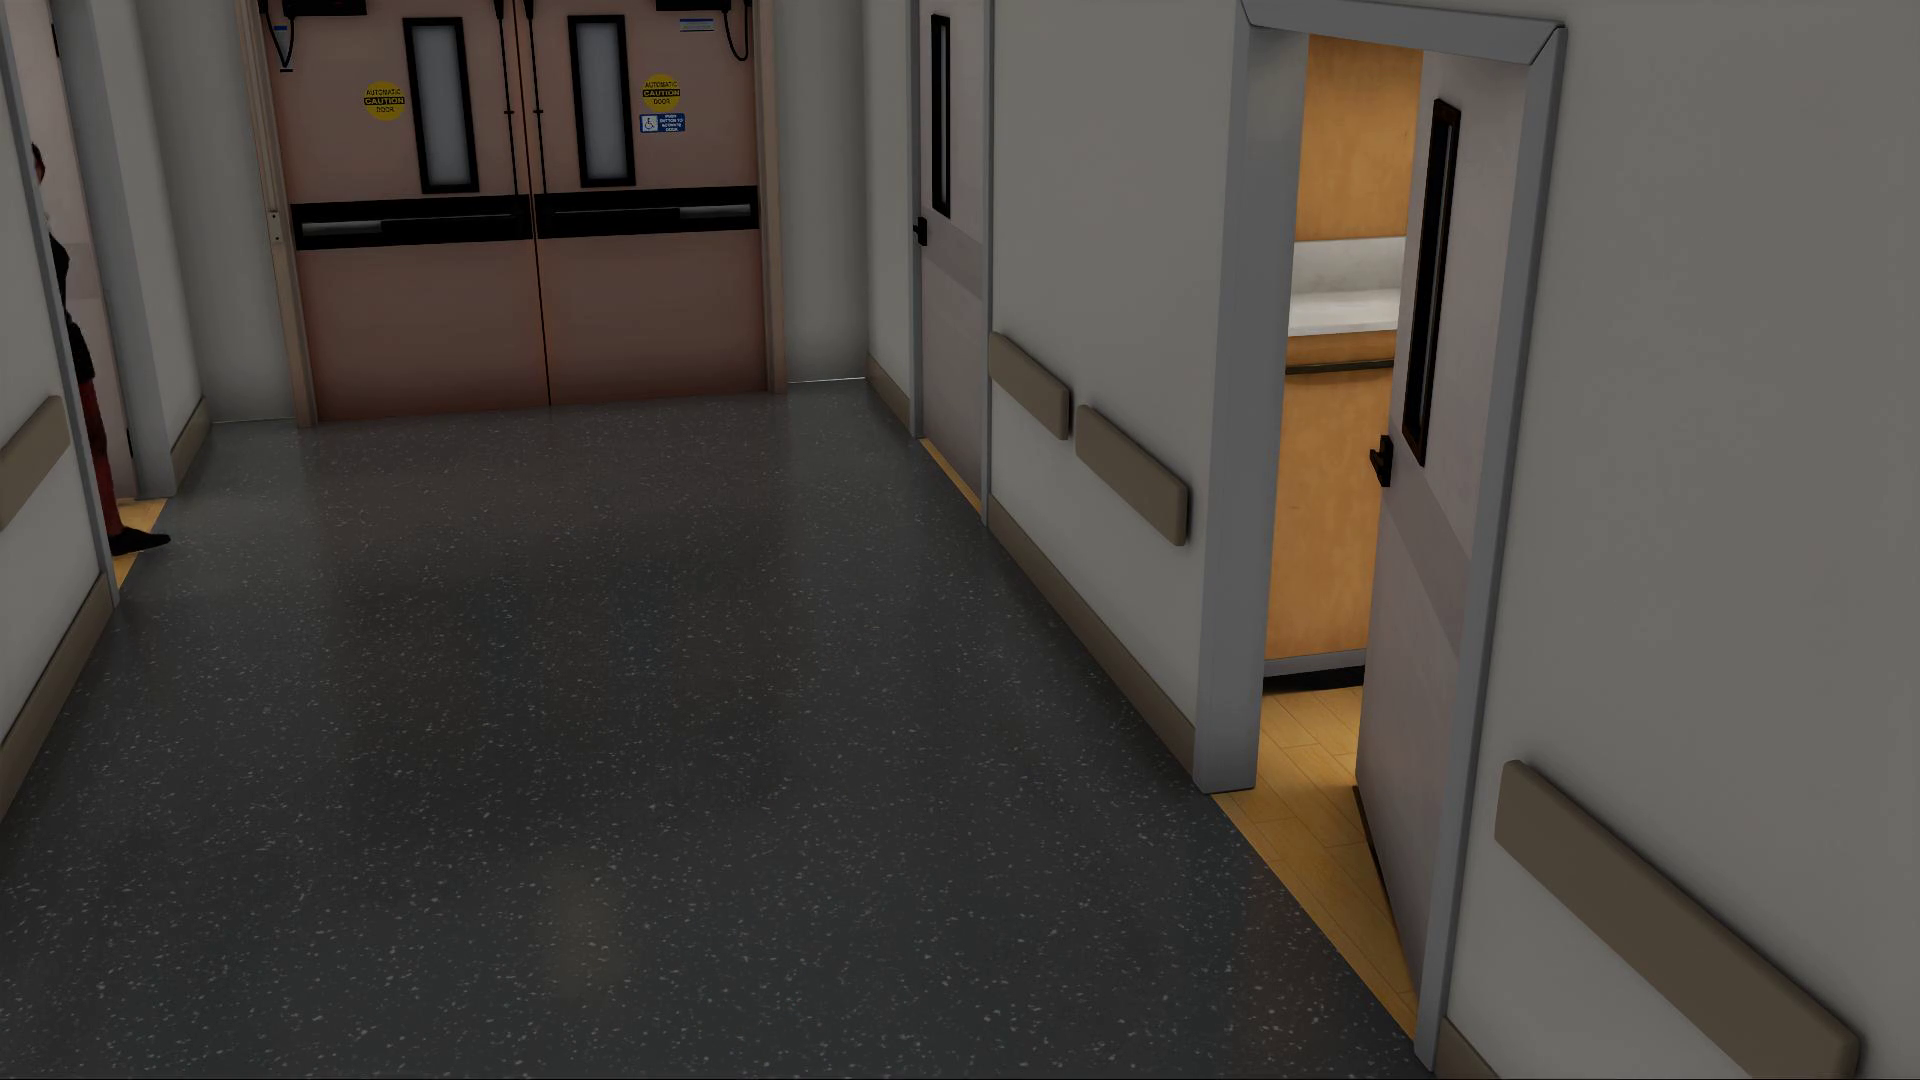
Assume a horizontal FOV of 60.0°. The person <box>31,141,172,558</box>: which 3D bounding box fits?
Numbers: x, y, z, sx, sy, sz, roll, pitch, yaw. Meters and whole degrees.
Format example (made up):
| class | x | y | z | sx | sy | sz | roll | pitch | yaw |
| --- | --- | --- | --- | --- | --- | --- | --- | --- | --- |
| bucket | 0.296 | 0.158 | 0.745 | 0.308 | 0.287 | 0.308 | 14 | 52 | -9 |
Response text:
| class | x | y | z | sx | sy | sz | roll | pitch | yaw |
| --- | --- | --- | --- | --- | --- | --- | --- | --- | --- |
| person | -3.581 | -0.672 | 6.373 | 0.707 | 1.726 | 0.843 | -8 | 22 | -21 |
